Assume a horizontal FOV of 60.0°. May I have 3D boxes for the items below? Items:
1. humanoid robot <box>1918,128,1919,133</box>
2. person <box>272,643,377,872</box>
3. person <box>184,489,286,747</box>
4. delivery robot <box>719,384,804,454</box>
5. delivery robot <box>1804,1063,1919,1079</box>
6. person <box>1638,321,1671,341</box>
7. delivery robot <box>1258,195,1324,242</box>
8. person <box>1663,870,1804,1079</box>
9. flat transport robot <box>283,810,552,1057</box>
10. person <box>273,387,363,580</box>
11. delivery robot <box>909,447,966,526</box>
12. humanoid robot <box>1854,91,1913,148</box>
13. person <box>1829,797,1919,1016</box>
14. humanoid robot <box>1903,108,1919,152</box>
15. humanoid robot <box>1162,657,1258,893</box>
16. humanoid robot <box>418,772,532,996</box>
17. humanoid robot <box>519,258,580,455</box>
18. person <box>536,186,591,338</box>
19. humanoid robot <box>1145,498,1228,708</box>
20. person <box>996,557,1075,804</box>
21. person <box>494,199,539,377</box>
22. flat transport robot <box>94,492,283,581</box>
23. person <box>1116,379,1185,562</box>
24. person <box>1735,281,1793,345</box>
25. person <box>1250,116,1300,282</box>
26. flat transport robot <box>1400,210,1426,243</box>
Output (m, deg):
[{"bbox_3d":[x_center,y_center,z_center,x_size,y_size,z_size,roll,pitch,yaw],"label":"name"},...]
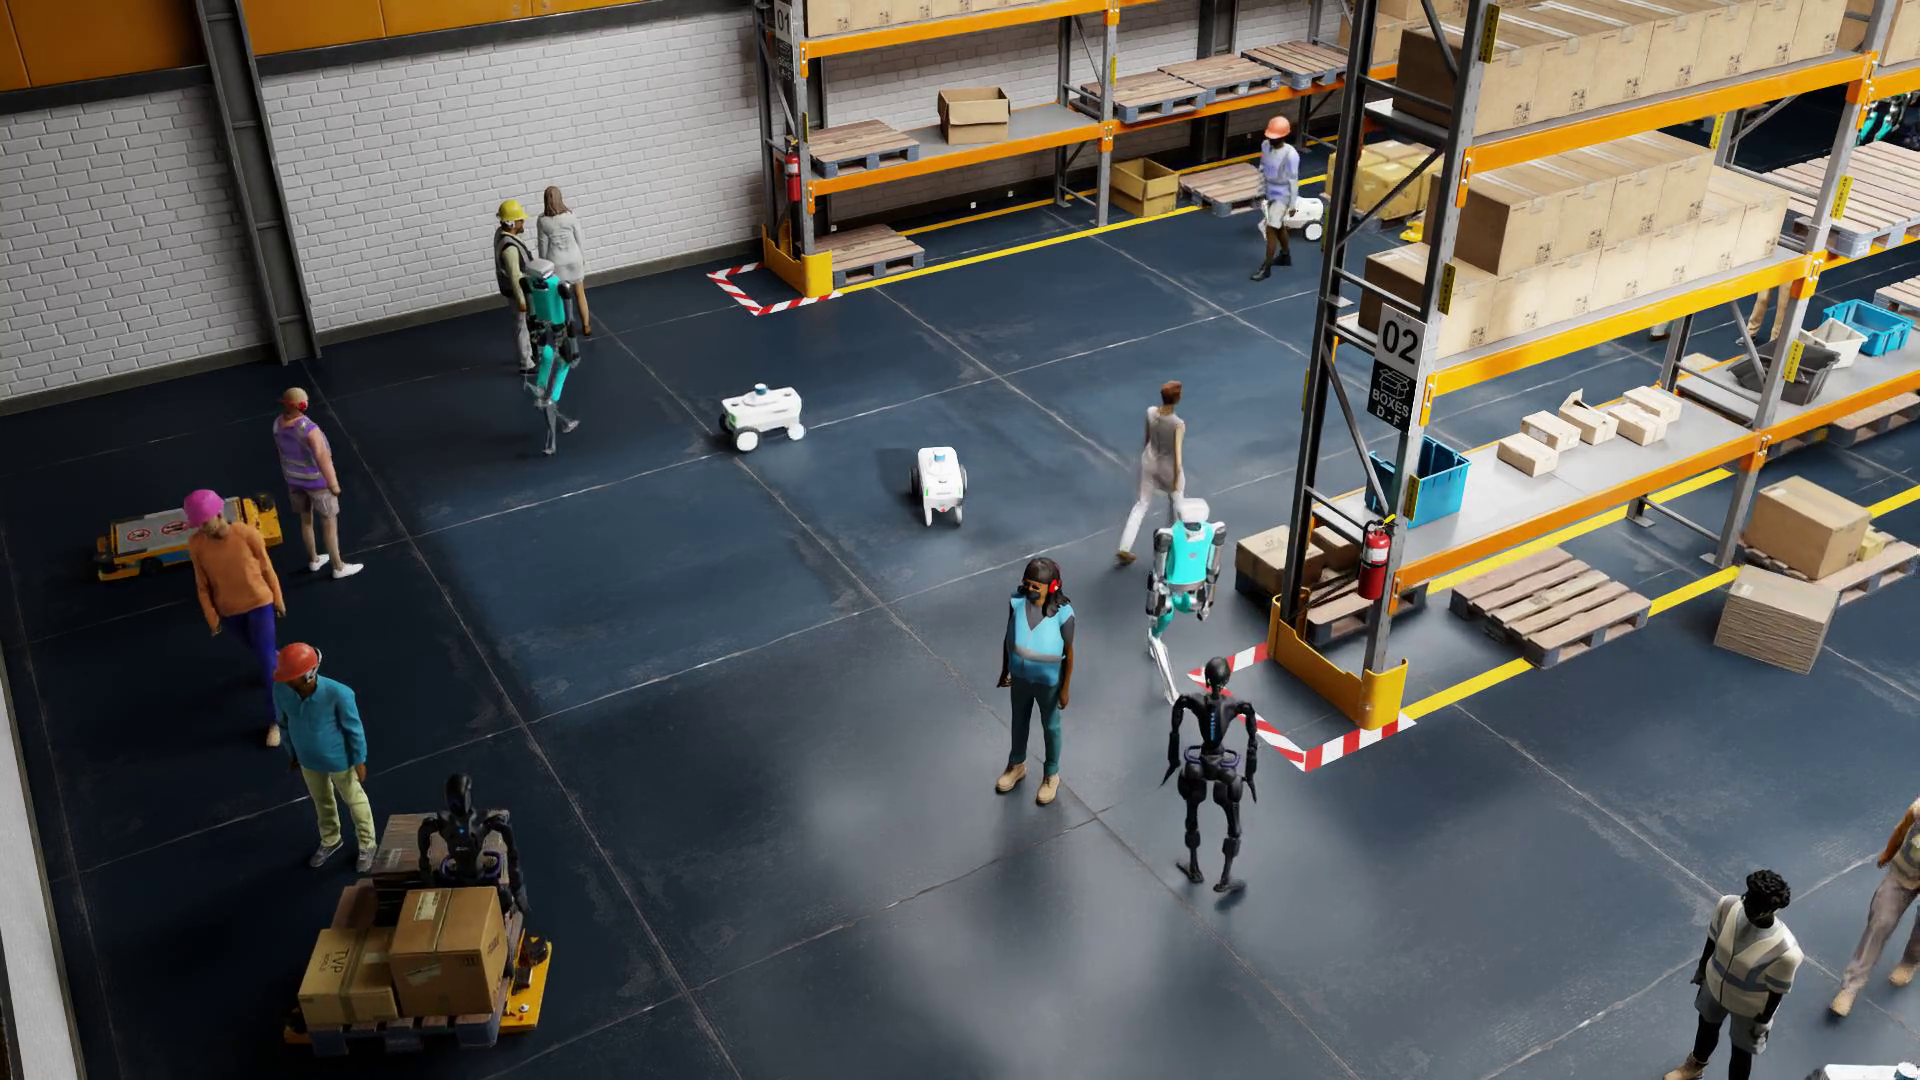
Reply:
[{"bbox_3d":[12.592,-5.295,21.211,0.611,1.645,0.485,18,36,27],"label":"humanoid robot"},{"bbox_3d":[-4.023,1.364,10.513,0.563,1.748,0.336,7,33,10],"label":"person"},{"bbox_3d":[-5.114,0.423,11.856,0.524,1.926,0.996,-7,33,-11],"label":"person"},{"bbox_3d":[-1.882,-1.181,15.699,0.783,0.595,0.499,-13,34,-19],"label":"delivery robot"},{"bbox_3d":[5.008,3.042,8.940,0.750,0.570,0.499,1,32,2],"label":"delivery robot"},{"bbox_3d":[7.429,-2.924,17.262,0.516,1.850,0.581,-18,36,-26],"label":"person"},{"bbox_3d":[4.023,-3.912,20.071,0.815,0.614,0.499,-1,32,-2],"label":"delivery robot"},{"bbox_3d":[4.149,2.417,8.891,0.322,1.688,0.528,-14,35,-22],"label":"person"},{"bbox_3d":[-3.199,2.643,9.869,1.431,0.231,0.659,-2,32,-3],"label":"flat transport robot"},{"bbox_3d":[-5.252,-0.460,13.480,0.527,1.687,0.345,13,34,20],"label":"person"},{"bbox_3d":[-0.178,-0.518,14.649,0.499,0.603,0.794,-3,32,-5],"label":"delivery robot"},{"bbox_3d":[11.751,-5.383,21.275,0.540,1.764,0.791,24,40,33],"label":"humanoid robot"},{"bbox_3d":[5.483,2.004,9.511,0.517,1.724,0.907,27,41,36],"label":"person"},{"bbox_3d":[11.757,-4.807,20.483,0.731,1.637,0.588,-3,32,-5],"label":"humanoid robot"},{"bbox_3d":[1.566,1.491,10.386,0.616,1.648,0.452,8,33,12],"label":"humanoid robot"},{"bbox_3d":[-2.787,2.016,9.558,0.602,1.644,0.599,-4,32,-7],"label":"humanoid robot"},{"bbox_3d":[-3.889,-1.625,15.378,0.533,1.853,0.816,12,34,18],"label":"humanoid robot"},{"bbox_3d":[-4.161,-2.899,17.395,0.487,1.659,0.340,-14,35,-22],"label":"person"},{"bbox_3d":[1.515,0.306,12.234,0.534,1.762,0.981,-8,33,-12],"label":"humanoid robot"},{"bbox_3d":[0.508,0.919,11.117,0.515,1.866,0.391,15,35,23],"label":"person"},{"bbox_3d":[-4.413,-2.527,16.653,0.403,1.824,0.591,-10,34,-16],"label":"person"},{"bbox_3d":[-6.559,-0.034,14.139,1.431,0.231,0.659,-14,35,-21],"label":"flat transport robot"},{"bbox_3d":[1.637,-0.580,13.720,0.433,1.626,0.824,23,39,32],"label":"person"},{"bbox_3d":[8.455,-2.767,17.108,0.344,1.741,0.563,-25,40,-34],"label":"person"},{"bbox_3d":[3.605,-3.889,18.770,0.703,1.894,0.563,-15,35,-23],"label":"person"},{"bbox_3d":[5.983,-3.864,20.246,0.659,0.231,1.431,23,39,32],"label":"flat transport robot"}]
